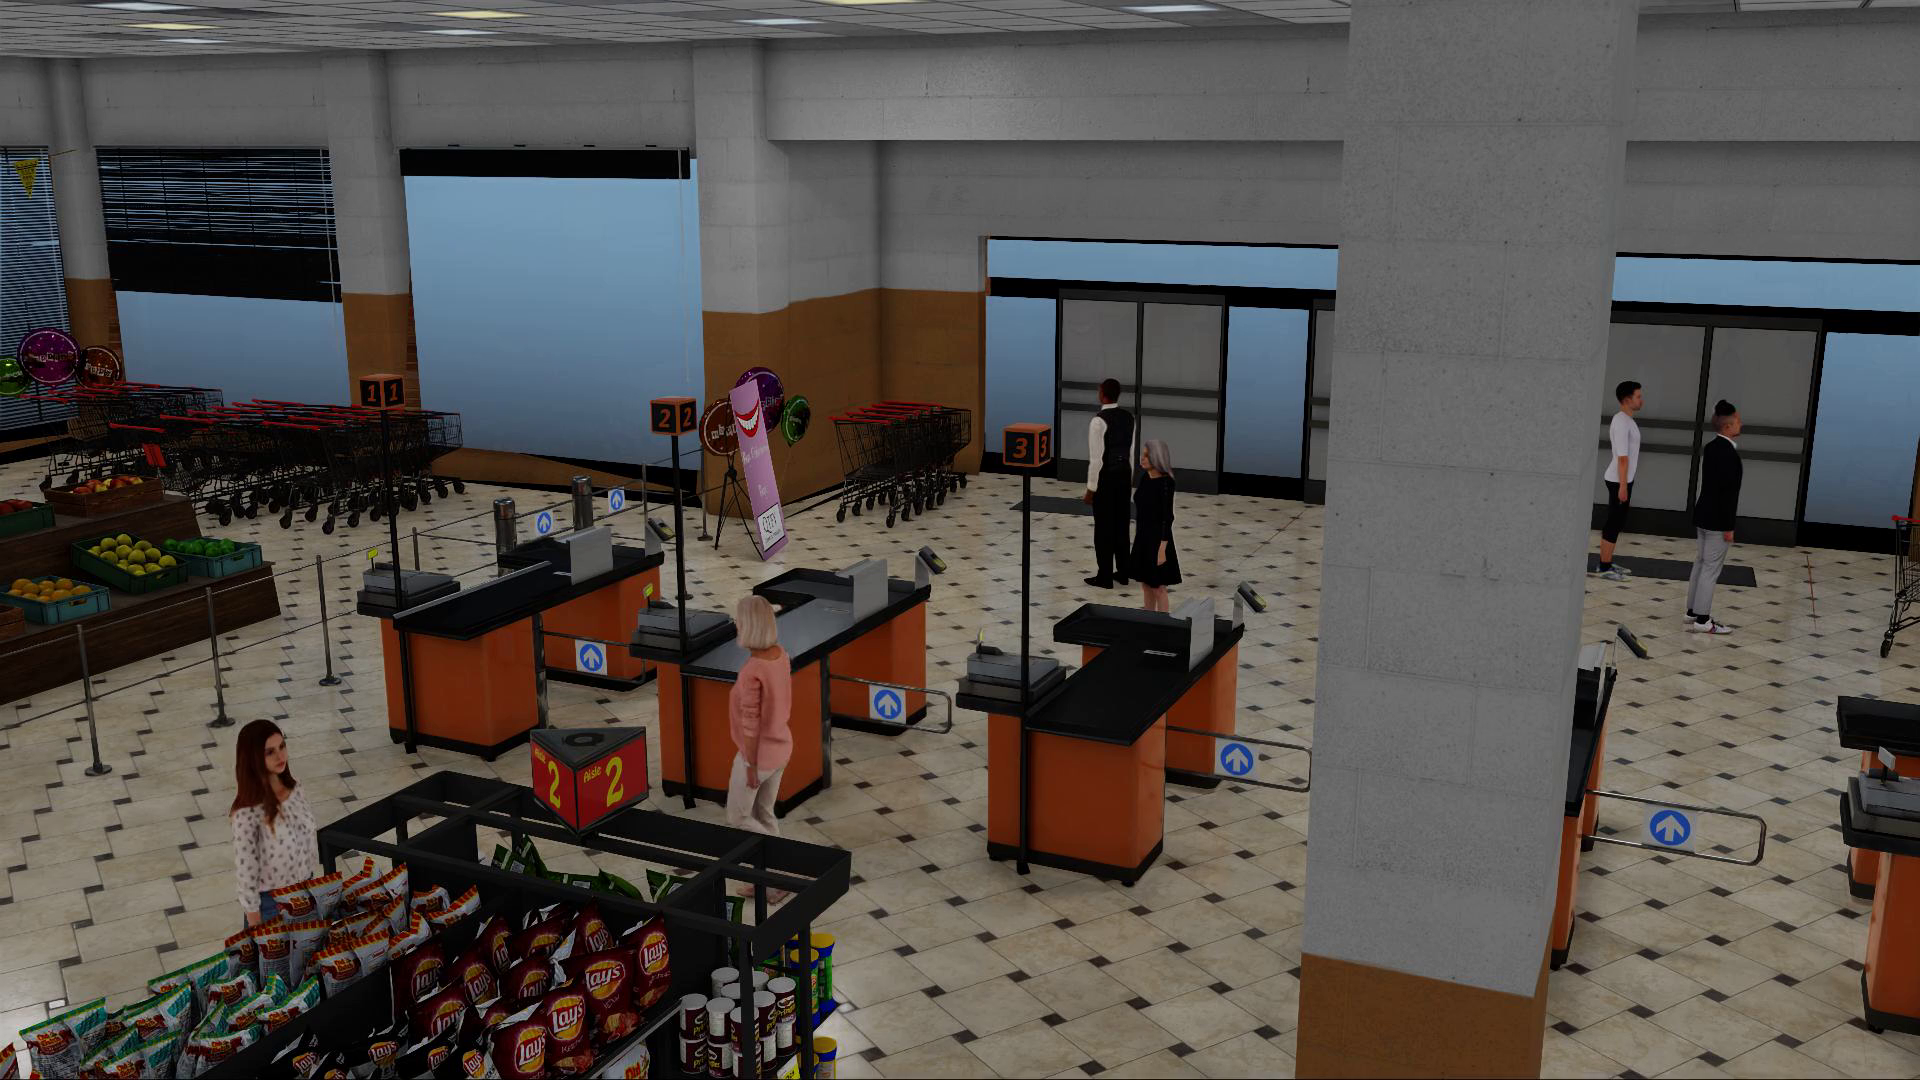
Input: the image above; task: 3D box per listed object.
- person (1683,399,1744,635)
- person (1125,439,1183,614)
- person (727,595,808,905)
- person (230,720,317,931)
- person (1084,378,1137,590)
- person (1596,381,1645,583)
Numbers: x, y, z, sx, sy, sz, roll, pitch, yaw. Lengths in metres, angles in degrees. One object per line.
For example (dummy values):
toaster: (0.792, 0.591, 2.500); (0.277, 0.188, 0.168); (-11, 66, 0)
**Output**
person: (6.284, -0.212, 13.837); (0.837, 1.950, 0.642); (2, 14, 7)
person: (1.523, 0.059, 13.152); (0.751, 1.746, 0.702); (-6, 15, -23)
person: (-0.971, 1.137, 8.781); (0.657, 1.712, 0.633); (6, 15, 22)
person: (-2.895, 1.572, 6.974); (0.649, 1.717, 0.757); (6, 15, 22)
person: (1.381, -0.522, 15.183); (0.709, 1.918, 0.839); (-9, 17, -34)
person: (6.148, -0.563, 15.496); (0.736, 1.851, 0.491); (5, 15, 21)
